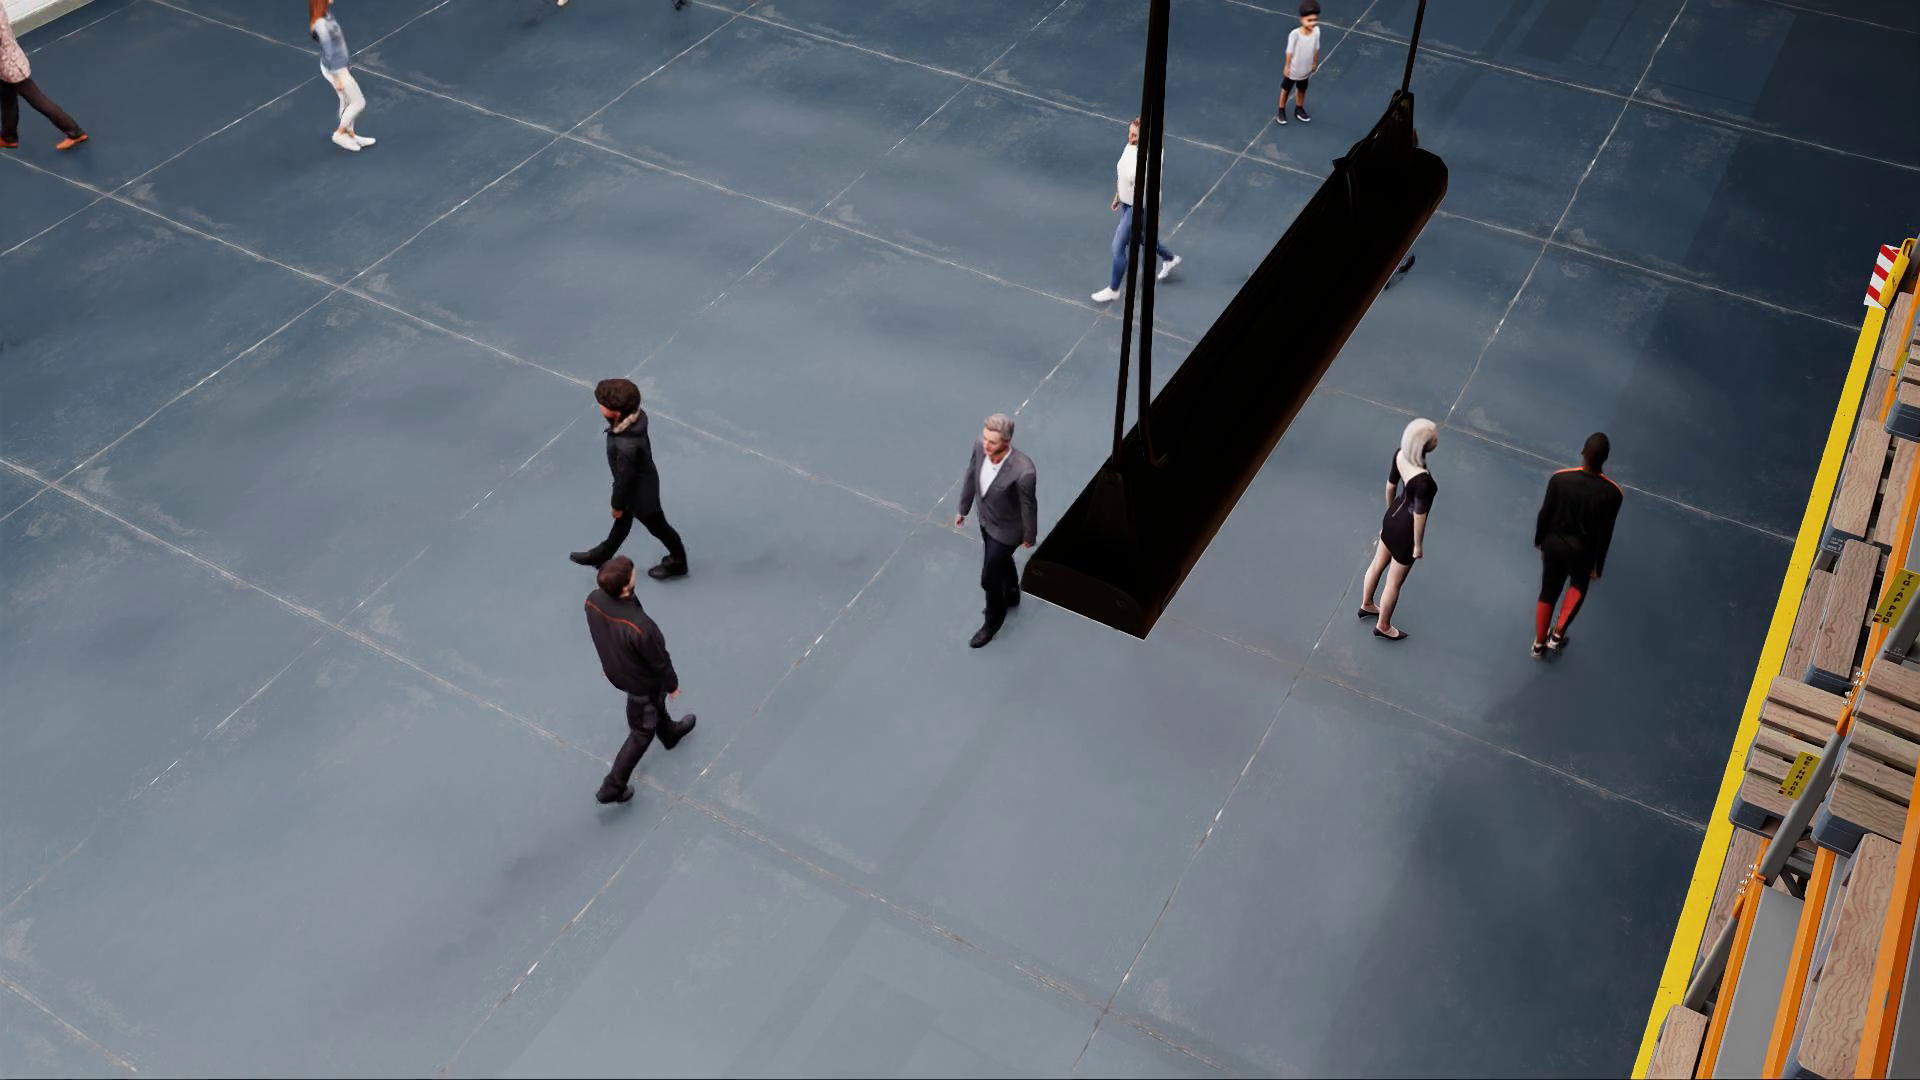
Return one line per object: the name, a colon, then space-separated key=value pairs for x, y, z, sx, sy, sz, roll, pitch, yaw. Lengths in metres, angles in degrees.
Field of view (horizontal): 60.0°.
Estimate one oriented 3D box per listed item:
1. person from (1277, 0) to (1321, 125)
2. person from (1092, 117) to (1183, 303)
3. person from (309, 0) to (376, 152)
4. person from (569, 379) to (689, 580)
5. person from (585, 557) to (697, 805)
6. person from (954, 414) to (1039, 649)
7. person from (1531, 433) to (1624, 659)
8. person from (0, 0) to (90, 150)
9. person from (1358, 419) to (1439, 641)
person: x=3.313 y=-4.665 z=16.213 sx=0.566 sy=1.253 sz=0.619 roll=-8 pitch=44 yaw=-8
person: x=1.548 y=-2.792 z=13.928 sx=1.126 sy=1.693 sz=1.054 roll=-11 pitch=45 yaw=-11
person: x=-5.952 y=-4.403 z=15.622 sx=0.815 sy=1.689 sz=0.756 roll=-11 pitch=45 yaw=-11
person: x=-2.111 y=-0.374 z=11.354 sx=1.096 sy=1.742 sz=1.086 roll=-6 pitch=44 yaw=-6
person: x=-2.012 y=0.860 z=10.013 sx=0.840 sy=1.805 sz=1.193 roll=30 pitch=51 yaw=27
person: x=0.327 y=-0.164 z=11.079 sx=0.954 sy=1.817 sz=0.884 roll=-27 pitch=50 yaw=-25
person: x=3.930 y=0.108 z=10.812 sx=0.644 sy=1.792 sz=0.596 roll=24 pitch=49 yaw=23
person: x=-8.822 y=-4.448 z=15.615 sx=1.271 sy=1.763 sz=1.125 roll=-16 pitch=46 yaw=-16
person: x=2.911 y=-0.071 z=10.973 sx=0.698 sy=1.830 sz=0.642 roll=-11 pitch=45 yaw=-12
